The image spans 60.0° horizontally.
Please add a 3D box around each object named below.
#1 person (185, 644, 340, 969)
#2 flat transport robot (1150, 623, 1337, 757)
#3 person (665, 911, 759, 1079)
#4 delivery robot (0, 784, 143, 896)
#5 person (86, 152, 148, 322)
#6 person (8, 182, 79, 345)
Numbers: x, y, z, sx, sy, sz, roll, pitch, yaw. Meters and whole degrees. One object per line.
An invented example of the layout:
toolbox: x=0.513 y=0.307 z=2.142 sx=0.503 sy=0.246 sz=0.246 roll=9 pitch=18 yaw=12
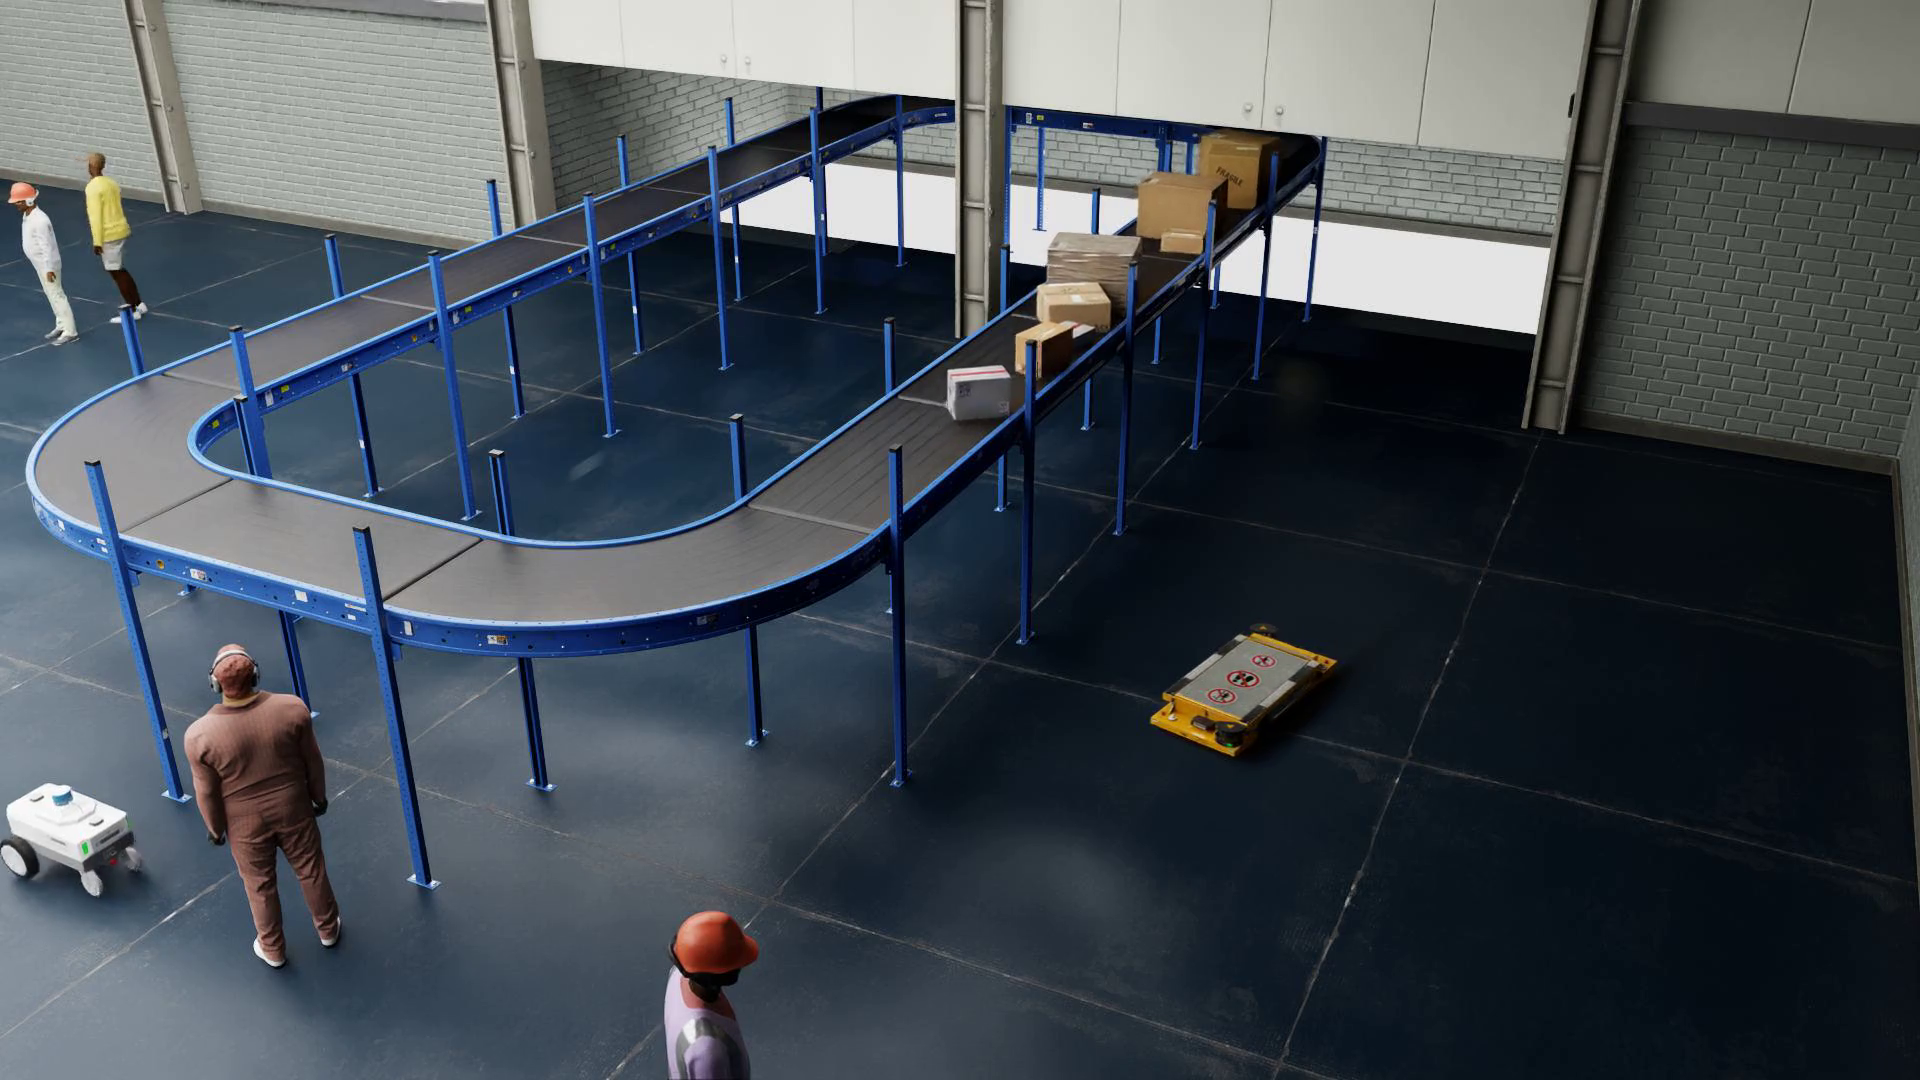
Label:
person: x=-3.676 y=1.406 z=8.802 sx=0.638 sy=1.910 sz=0.409 roll=-16 pitch=31 yaw=-30
flat transport robot: x=1.972 y=1.012 z=11.436 sx=0.659 sy=0.231 sz=1.431 roll=19 pitch=32 yaw=34
person: x=-0.971 y=2.339 z=6.772 sx=0.390 sy=2.040 sz=0.613 roll=-8 pitch=28 yaw=-16
delivery robot: x=-5.202 y=1.711 z=9.725 sx=0.812 sy=0.611 sz=0.499 roll=13 pitch=29 yaw=24
person: x=-9.369 y=-3.332 z=18.407 sx=0.372 sy=1.870 sz=0.593 roll=-2 pitch=26 yaw=-4
person: x=-9.820 y=-2.964 z=17.790 sx=0.351 sy=1.743 sz=0.558 roll=-21 pitch=33 yaw=-36
